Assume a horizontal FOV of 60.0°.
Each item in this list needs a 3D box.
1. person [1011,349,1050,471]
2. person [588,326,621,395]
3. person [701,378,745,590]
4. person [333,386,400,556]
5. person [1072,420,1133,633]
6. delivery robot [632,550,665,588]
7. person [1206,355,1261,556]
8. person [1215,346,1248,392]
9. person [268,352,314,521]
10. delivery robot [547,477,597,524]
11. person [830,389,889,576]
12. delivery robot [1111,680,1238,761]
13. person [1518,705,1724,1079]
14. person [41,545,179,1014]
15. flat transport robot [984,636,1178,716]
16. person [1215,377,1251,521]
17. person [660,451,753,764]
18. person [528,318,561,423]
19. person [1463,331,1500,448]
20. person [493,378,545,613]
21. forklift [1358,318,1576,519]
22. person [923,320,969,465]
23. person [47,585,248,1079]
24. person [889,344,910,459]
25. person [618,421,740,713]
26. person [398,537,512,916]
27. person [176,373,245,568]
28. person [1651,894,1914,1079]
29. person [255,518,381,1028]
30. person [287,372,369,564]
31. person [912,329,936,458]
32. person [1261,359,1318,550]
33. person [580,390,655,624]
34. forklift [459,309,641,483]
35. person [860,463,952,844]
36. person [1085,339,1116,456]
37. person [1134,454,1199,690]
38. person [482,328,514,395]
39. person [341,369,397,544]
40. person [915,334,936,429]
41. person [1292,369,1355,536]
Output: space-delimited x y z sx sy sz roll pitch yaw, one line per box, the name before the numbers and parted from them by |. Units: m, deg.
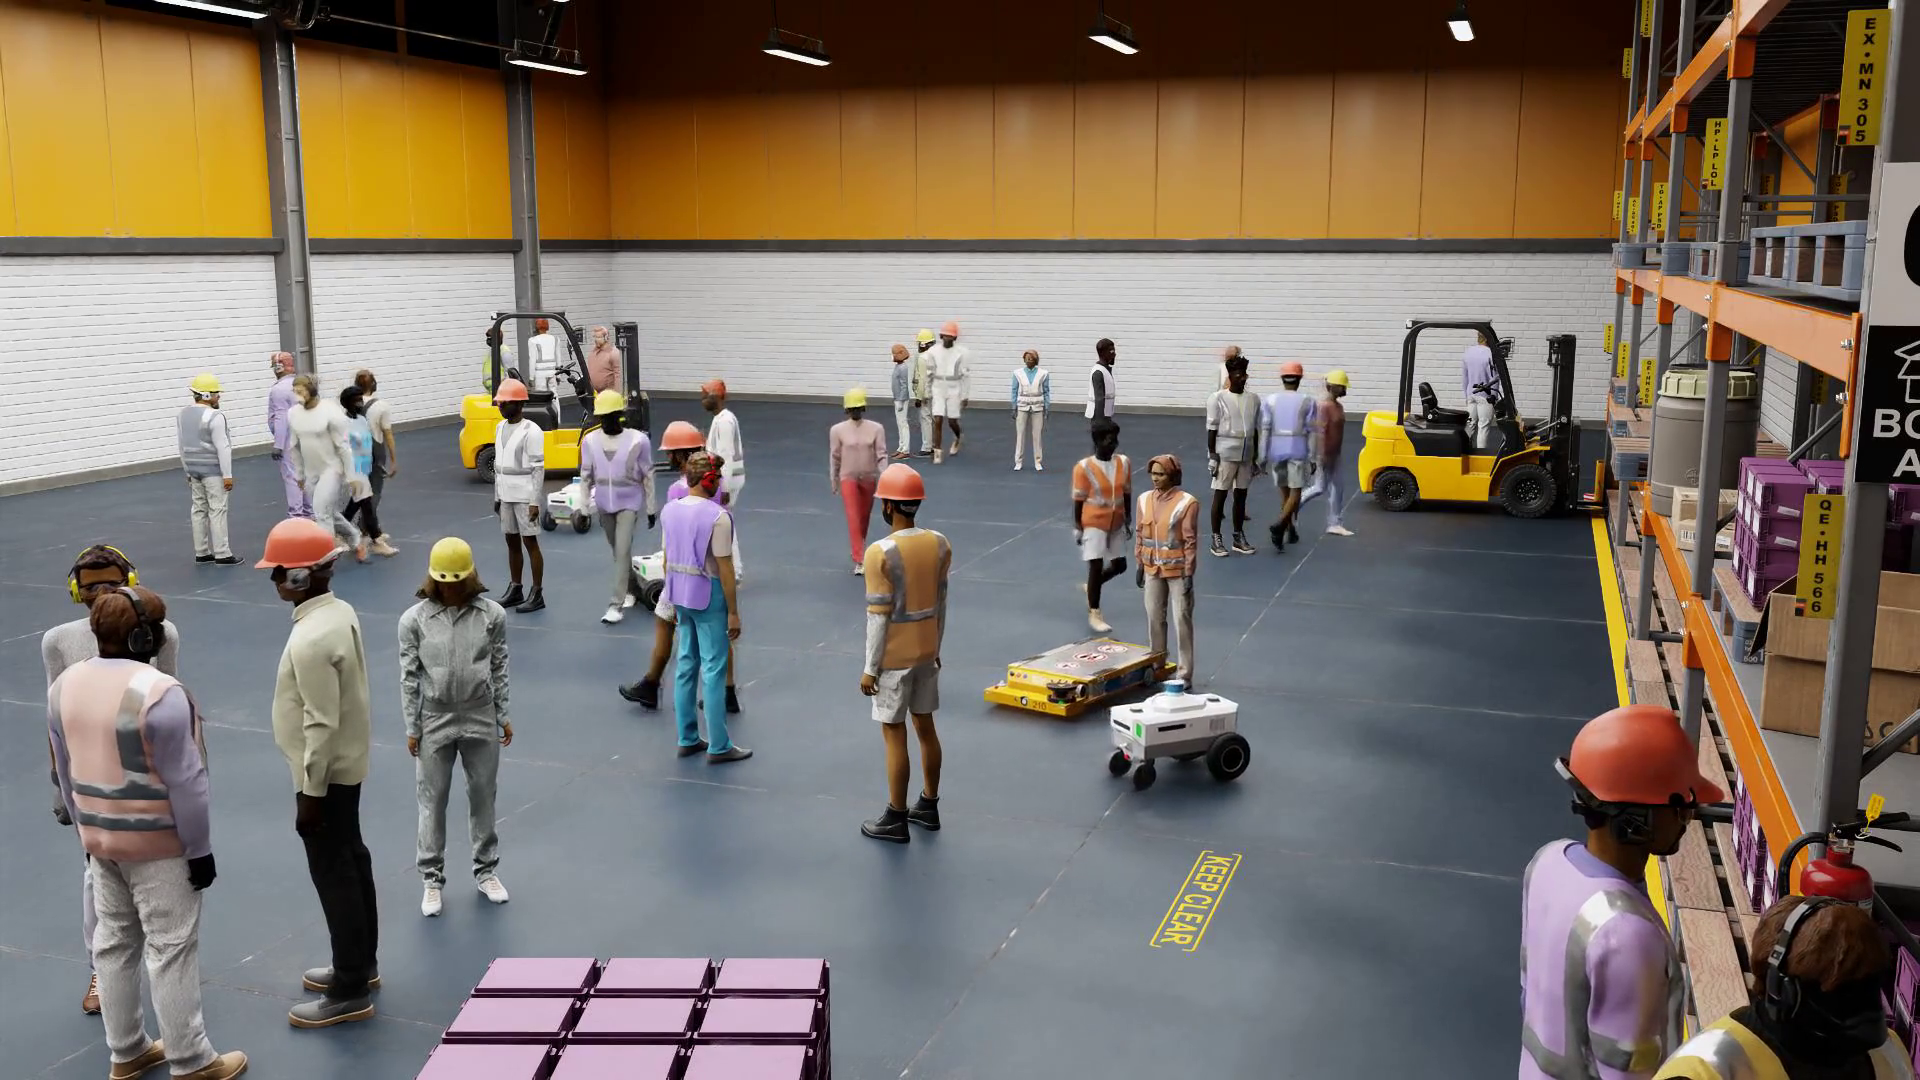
person | 0.950 -1.746 22.389 0.516 1.636 0.314 0 10 2
person | -4.983 -2.028 23.217 0.643 1.908 0.411 7 12 36
person | -2.092 -0.495 14.719 0.375 1.866 0.613 -2 10 -11
person | -5.889 -0.675 16.269 0.761 1.664 0.540 1 10 3
person | 1.093 -0.131 13.161 0.541 1.679 0.510 -6 12 -29
delivery robot | -2.382 0.235 14.018 0.707 0.478 0.477 -5 11 -26
person | 2.687 -0.828 16.293 0.607 1.965 0.366 -5 11 -26
person | 3.871 -1.968 23.753 0.868 1.594 0.509 -6 12 -31
person | -7.158 -1.054 17.753 0.408 1.903 0.638 1 10 6
delivery robot | -4.076 -0.428 17.747 0.477 0.478 0.707 4 11 22
person | -0.946 -0.567 15.560 0.539 1.713 0.941 -2 10 -12
delivery robot | 1.221 1.041 9.478 0.707 0.478 0.477 -5 11 -25
person | 1.447 1.362 3.740 0.377 2.045 0.605 0 10 1
person | -3.345 0.935 6.636 0.514 1.872 0.328 -6 11 -29
flat transport robot | 0.848 0.903 11.317 0.652 0.197 1.431 8 13 37
person | 2.992 -1.016 18.283 0.499 1.634 0.279 6 12 31
person | -1.518 0.398 9.750 0.563 1.837 0.389 8 13 39
person | -6.666 -2.635 26.708 0.339 1.880 0.581 10 14 43
person | 7.091 -1.935 22.614 0.372 1.939 0.631 -5 11 -26
person | -3.671 -0.367 13.766 0.543 1.942 0.356 7 12 35
forklift | 5.787 -1.437 19.079 2.313 2.155 1.214 3 11 19
person | -0.176 -2.066 23.148 0.651 2.012 0.713 2 10 12
person | -2.903 1.071 5.946 0.619 1.845 0.430 4 11 24
person | -0.854 -1.965 23.632 0.281 1.633 0.499 -2 10 -11
person | -1.835 0.178 10.804 0.898 1.903 0.558 5 11 27
person | -2.276 0.837 7.571 0.488 1.733 0.331 -5 11 -27
person | -7.081 -0.655 15.707 0.600 1.826 0.404 5 11 27
person | 1.580 1.562 3.184 0.623 1.844 0.429 -5 11 -28
person | -2.496 0.896 6.505 0.389 1.991 0.626 -2 10 -10
person | -5.829 -0.624 15.391 0.664 1.897 0.876 5 11 26
person | -0.486 -2.094 23.798 0.403 1.833 0.586 4 11 23
person | 3.281 -0.857 16.669 0.553 1.904 0.849 5 11 24
person | -2.805 -0.295 13.585 0.591 1.867 1.025 2 10 11
forklift | -5.354 -1.902 21.697 2.313 2.155 1.214 -2 10 -13
person | -0.297 0.574 8.477 0.357 1.938 0.545 9 14 42
person | 1.698 -1.451 19.935 0.392 1.920 0.589 2 10 10
person | 1.405 0.222 11.329 0.508 1.628 0.319 9 14 42
person | -6.698 -2.158 24.135 0.430 1.843 0.626 -8 13 -39
person | -5.927 -0.796 16.574 0.520 1.817 0.889 1 10 7
person | -0.488 -2.595 27.209 0.519 1.632 0.351 9 13 41
person | 3.814 -0.923 17.426 0.684 1.744 0.534 8 13 39
